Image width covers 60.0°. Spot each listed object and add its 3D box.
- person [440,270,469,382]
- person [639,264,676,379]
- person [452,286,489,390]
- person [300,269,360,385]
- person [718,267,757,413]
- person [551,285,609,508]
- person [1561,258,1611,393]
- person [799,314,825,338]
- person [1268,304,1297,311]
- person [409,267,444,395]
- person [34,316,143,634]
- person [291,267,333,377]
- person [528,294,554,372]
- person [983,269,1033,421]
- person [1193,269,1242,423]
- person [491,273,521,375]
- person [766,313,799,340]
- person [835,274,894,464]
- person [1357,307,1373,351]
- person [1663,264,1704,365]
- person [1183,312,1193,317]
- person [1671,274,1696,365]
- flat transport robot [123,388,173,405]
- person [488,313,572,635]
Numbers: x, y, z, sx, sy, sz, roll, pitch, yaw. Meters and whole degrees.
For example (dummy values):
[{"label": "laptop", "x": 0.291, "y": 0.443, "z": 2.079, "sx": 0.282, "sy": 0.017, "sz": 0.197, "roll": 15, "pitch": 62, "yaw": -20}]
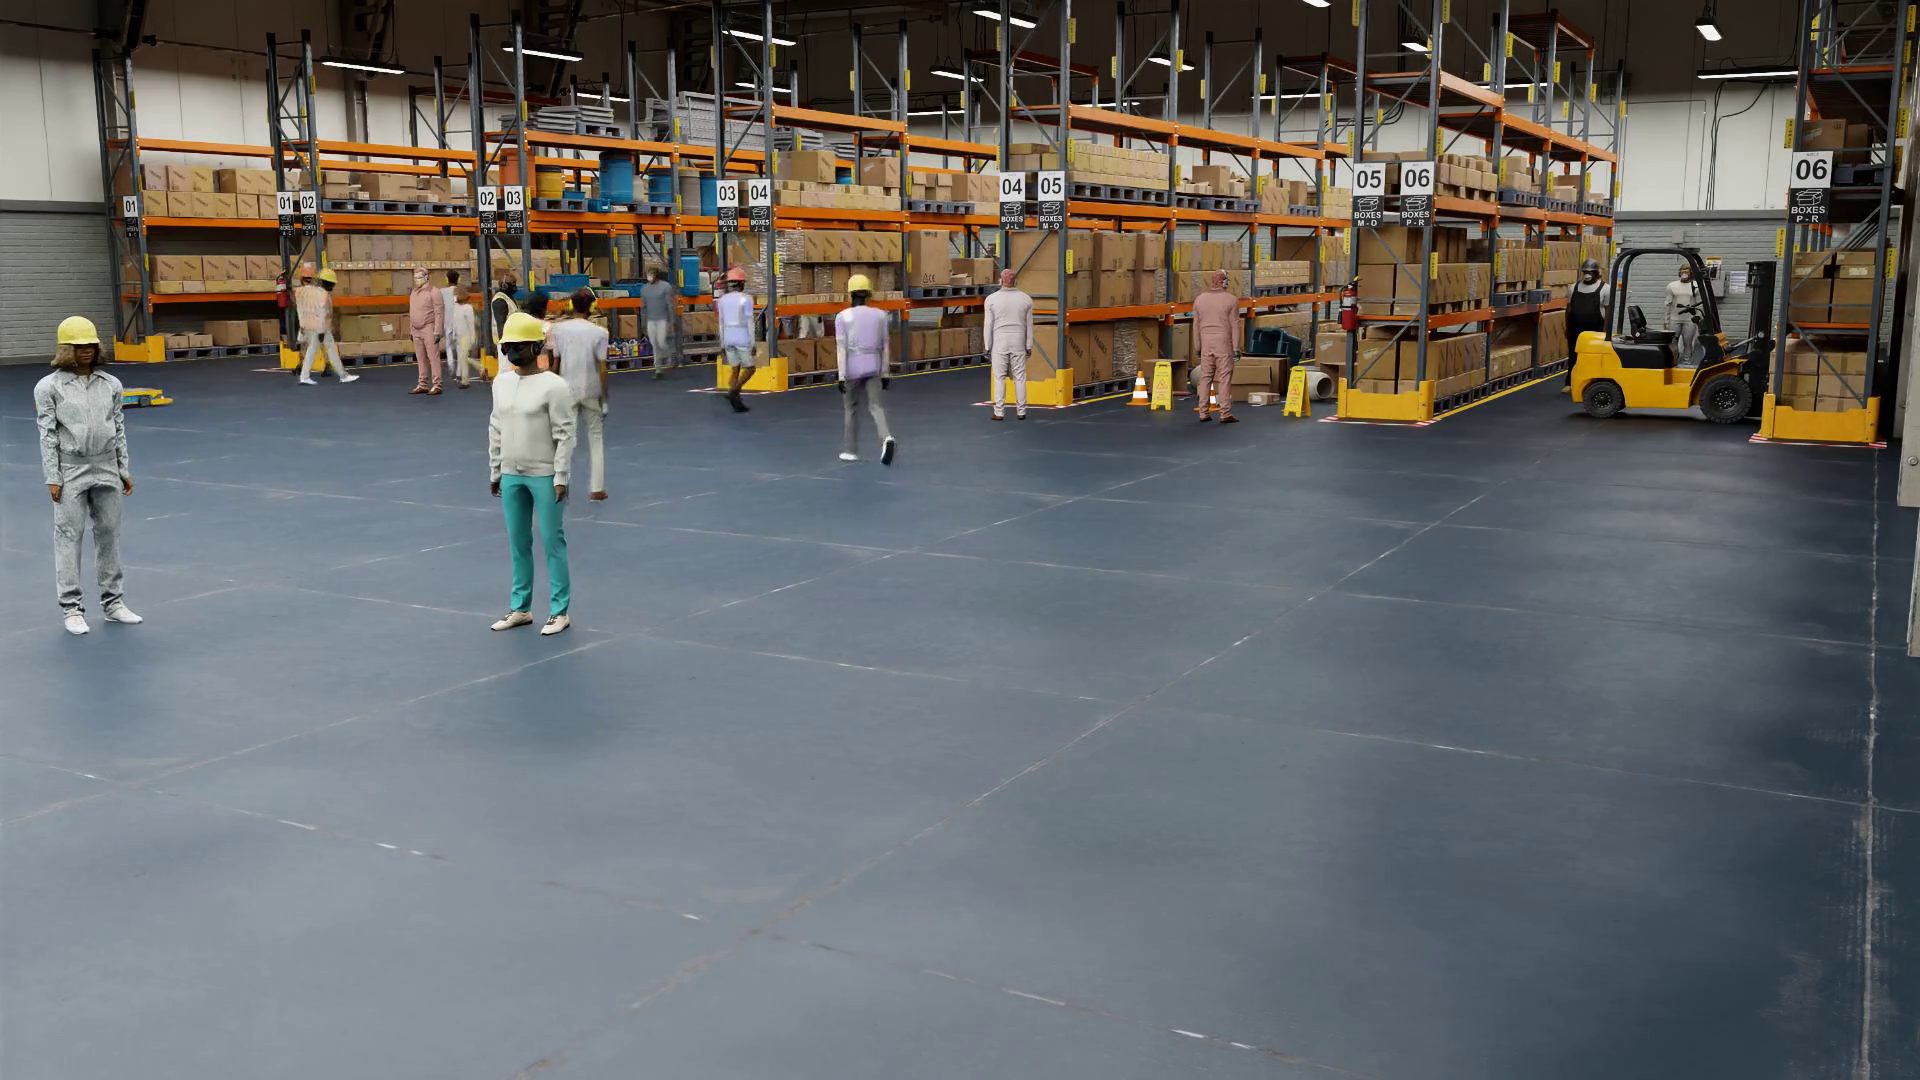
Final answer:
[{"label": "person", "x": -8.413, "y": -3.559, "z": 27.646, "sx": 0.522, "sy": 1.840, "sz": 0.714, "roll": -3, "pitch": 10, "yaw": -16}, {"label": "person", "x": -5.077, "y": -3.648, "z": 27.916, "sx": 0.674, "sy": 1.930, "sz": 0.423, "roll": 4, "pitch": 11, "yaw": 23}, {"label": "person", "x": -7.699, "y": -3.171, "z": 26.056, "sx": 0.612, "sy": 1.605, "sz": 0.502, "roll": -9, "pitch": 13, "yaw": -41}, {"label": "person", "x": -10.241, "y": -3.422, "z": 26.810, "sx": 0.949, "sy": 1.853, "sz": 0.683, "roll": -6, "pitch": 11, "yaw": -32}, {"label": "person", "x": -2.944, "y": -2.627, "z": 21.958, "sx": 0.577, "sy": 1.922, "sz": 0.487, "roll": 5, "pitch": 11, "yaw": 29}, {"label": "person", "x": -3.172, "y": -1.193, "z": 13.819, "sx": 0.527, "sy": 1.844, "sz": 0.795, "roll": 0, "pitch": 10, "yaw": 1}, {"label": "person", "x": 9.420, "y": -3.209, "z": 25.029, "sx": 0.674, "sy": 2.000, "sz": 0.536, "roll": 7, "pitch": 12, "yaw": 36}, {"label": "person", "x": -2.978, "y": -4.575, "z": 33.755, "sx": 0.649, "sy": 1.787, "sz": 0.959, "roll": 6, "pitch": 11, "yaw": 30}, {"label": "person", "x": 7.366, "y": -5.352, "z": 37.857, "sx": 0.636, "sy": 1.951, "sz": 1.009, "roll": 8, "pitch": 13, "yaw": 39}, {"label": "person", "x": -8.031, "y": -3.126, "z": 24.940, "sx": 0.638, "sy": 1.906, "sz": 0.408, "roll": 6, "pitch": 11, "yaw": 31}, {"label": "person", "x": -4.835, "y": -0.363, "z": 9.235, "sx": 0.294, "sy": 1.744, "sz": 0.487, "roll": 6, "pitch": 11, "yaw": 32}, {"label": "person", "x": -11.200, "y": -3.754, "z": 28.704, "sx": 1.009, "sy": 1.880, "sz": 0.566, "roll": 7, "pitch": 12, "yaw": 37}, {"label": "person", "x": -4.580, "y": -1.855, "z": 18.223, "sx": 0.538, "sy": 1.647, "sz": 0.875, "roll": 3, "pitch": 10, "yaw": 17}, {"label": "person", "x": 0.600, "y": -2.461, "z": 21.037, "sx": 0.643, "sy": 1.910, "sz": 0.400, "roll": -2, "pitch": 10, "yaw": -11}, {"label": "person", "x": 3.228, "y": -2.411, "z": 20.745, "sx": 0.652, "sy": 1.906, "sz": 0.409, "roll": 7, "pitch": 12, "yaw": 37}, {"label": "person", "x": -6.053, "y": -2.651, "z": 22.342, "sx": 0.429, "sy": 1.841, "sz": 0.634, "roll": 0, "pitch": 10, "yaw": -3}, {"label": "person", "x": -3.139, "y": -3.969, "z": 29.468, "sx": 0.612, "sy": 2.043, "sz": 0.374, "roll": 2, "pitch": 10, "yaw": 13}, {"label": "person", "x": -0.951, "y": -1.704, "z": 16.651, "sx": 0.597, "sy": 1.901, "sz": 0.849, "roll": -5, "pitch": 11, "yaw": -29}, {"label": "person", "x": 8.891, "y": -5.061, "z": 36.408, "sx": 0.515, "sy": 1.860, "sz": 0.326, "roll": 2, "pitch": 10, "yaw": 12}, {"label": "person", "x": 12.379, "y": -3.751, "z": 28.496, "sx": 0.636, "sy": 1.939, "sz": 0.363, "roll": 5, "pitch": 11, "yaw": 28}, {"label": "person", "x": 4.915, "y": -4.695, "z": 34.749, "sx": 0.547, "sy": 1.689, "sz": 0.354, "roll": 1, "pitch": 10, "yaw": 3}, {"label": "person", "x": 13.748, "y": -4.222, "z": 31.474, "sx": 0.595, "sy": 1.872, "sz": 0.461, "roll": 2, "pitch": 10, "yaw": 10}, {"label": "flat transport robot", "x": -11.642, "y": -1.937, "z": 22.756, "sx": 0.652, "sy": 0.197, "sz": 1.431, "roll": 7, "pitch": 12, "yaw": 35}, {"label": "person", "x": -2.369, "y": -0.359, "z": 9.147, "sx": 0.525, "sy": 1.769, "sz": 0.309, "roll": 4, "pitch": 11, "yaw": 23}]
